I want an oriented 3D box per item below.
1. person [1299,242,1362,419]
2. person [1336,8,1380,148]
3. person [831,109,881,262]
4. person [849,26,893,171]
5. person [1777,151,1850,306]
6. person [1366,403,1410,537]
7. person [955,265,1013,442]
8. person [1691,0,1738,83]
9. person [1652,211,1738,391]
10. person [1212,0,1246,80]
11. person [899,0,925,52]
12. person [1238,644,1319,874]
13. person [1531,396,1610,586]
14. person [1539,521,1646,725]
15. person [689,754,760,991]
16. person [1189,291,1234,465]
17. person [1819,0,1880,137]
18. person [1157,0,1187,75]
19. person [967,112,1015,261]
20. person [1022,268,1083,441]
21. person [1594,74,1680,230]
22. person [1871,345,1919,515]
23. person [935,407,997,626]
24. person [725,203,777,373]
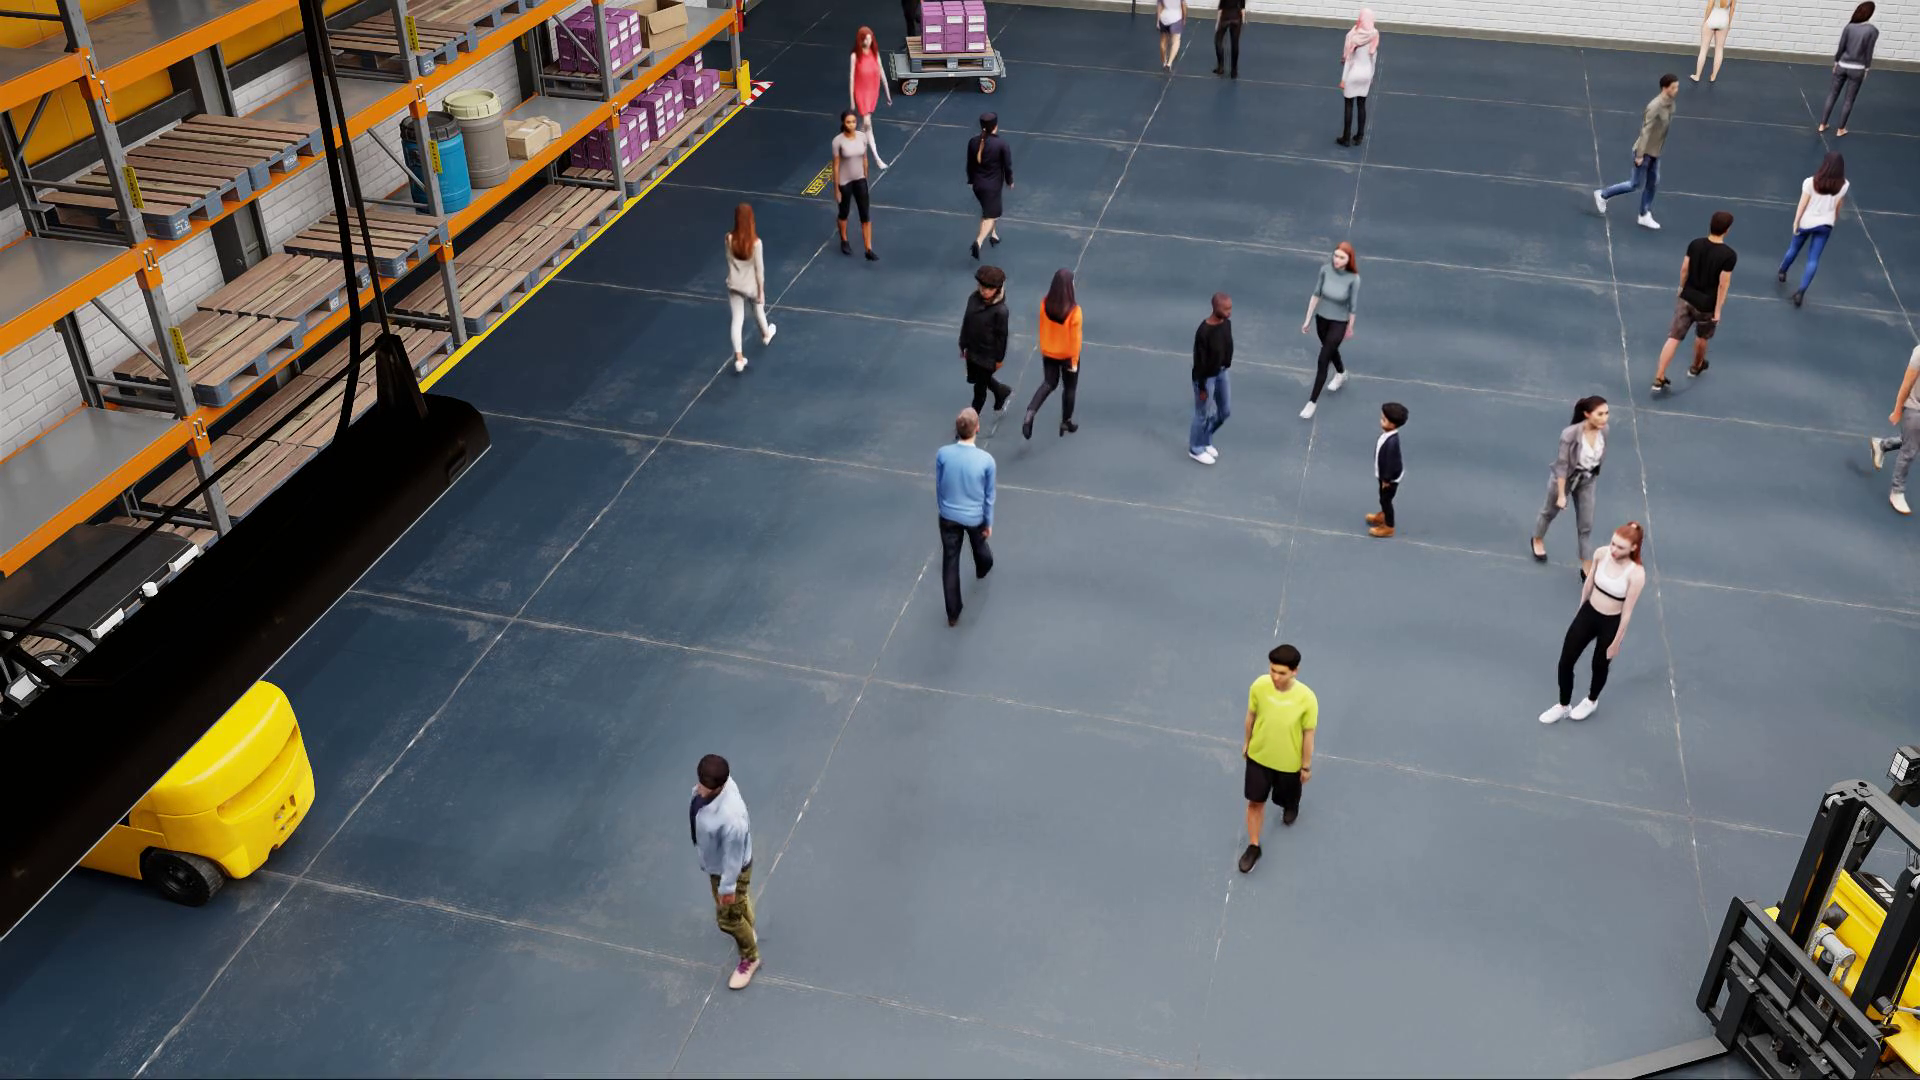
[{"bbox_3d":[3.598,-2.072,15.949,0.968,1.701,1.234,28,42,35],"label":"person"},{"bbox_3d":[5.242,-6.098,21.914,0.734,1.803,0.751,-8,35,-12],"label":"person"},{"bbox_3d":[-1.280,-4.074,18.942,0.970,1.721,1.067,-15,36,-21],"label":"person"},{"bbox_3d":[-1.245,-5.674,21.292,1.099,1.786,1.090,-23,40,-31],"label":"person"},{"bbox_3d":[9.188,-3.306,17.848,0.645,1.653,1.010,10,35,15],"label":"person"},{"bbox_3d":[3.670,-0.608,14.186,0.587,1.215,0.443,4,34,5],"label":"person"},{"bbox_3d":[0.261,-1.781,15.475,1.143,1.742,0.961,-26,41,-33],"label":"person"},{"bbox_3d":[10.994,-7.488,24.156,0.568,1.636,0.508,5,34,8],"label":"person"},{"bbox_3d":[7.111,-2.279,16.154,1.298,1.819,1.094,-27,42,-34],"label":"person"},{"bbox_3d":[3.950,-7.533,24.235,0.778,1.622,0.788,-4,34,-6],"label":"person"},{"bbox_3d":[-0.672,-8.406,25.352,0.990,1.841,0.901,-26,41,-33],"label":"person"},{"bbox_3d":[2.087,1.349,10.817,0.759,1.684,1.051,16,37,22],"label":"person"},{"bbox_3d":[4.943,-0.474,13.607,0.950,1.633,1.149,-8,34,-11],"label":"person"},{"bbox_3d":[4.669,0.584,11.928,0.915,1.729,0.851,-19,38,-27],"label":"person"},{"bbox_3d":[-1.368,1.869,9.937,0.985,1.792,0.821,-4,34,-7],"label":"person"},{"bbox_3d":[2.195,-1.493,15.047,0.695,1.736,0.791,-28,43,-36],"label":"person"},{"bbox_3d":[11.941,-6.321,22.277,0.698,1.772,0.710,28,43,36],"label":"person"},{"bbox_3d":[3.111,-7.643,24.474,0.580,1.541,0.934,9,35,13],"label":"person"},{"bbox_3d":[0.308,-3.980,18.871,0.876,1.644,1.145,19,38,26],"label":"person"},{"bbox_3d":[0.869,-1.664,15.305,0.890,1.734,1.077,26,42,34],"label":"person"},{"bbox_3d":[8.041,-4.621,19.662,1.136,1.835,1.153,29,43,36],"label":"person"},{"bbox_3d":[8.329,-1.186,14.466,0.965,1.867,1.158,-7,34,-11],"label":"person"},{"bbox_3d":[0.005,-0.153,12.997,0.720,1.773,1.145,6,34,8],"label":"person"},{"bbox_3d":[-2.183,-2.480,16.594,0.609,1.666,1.098,7,34,10],"label":"person"}]
